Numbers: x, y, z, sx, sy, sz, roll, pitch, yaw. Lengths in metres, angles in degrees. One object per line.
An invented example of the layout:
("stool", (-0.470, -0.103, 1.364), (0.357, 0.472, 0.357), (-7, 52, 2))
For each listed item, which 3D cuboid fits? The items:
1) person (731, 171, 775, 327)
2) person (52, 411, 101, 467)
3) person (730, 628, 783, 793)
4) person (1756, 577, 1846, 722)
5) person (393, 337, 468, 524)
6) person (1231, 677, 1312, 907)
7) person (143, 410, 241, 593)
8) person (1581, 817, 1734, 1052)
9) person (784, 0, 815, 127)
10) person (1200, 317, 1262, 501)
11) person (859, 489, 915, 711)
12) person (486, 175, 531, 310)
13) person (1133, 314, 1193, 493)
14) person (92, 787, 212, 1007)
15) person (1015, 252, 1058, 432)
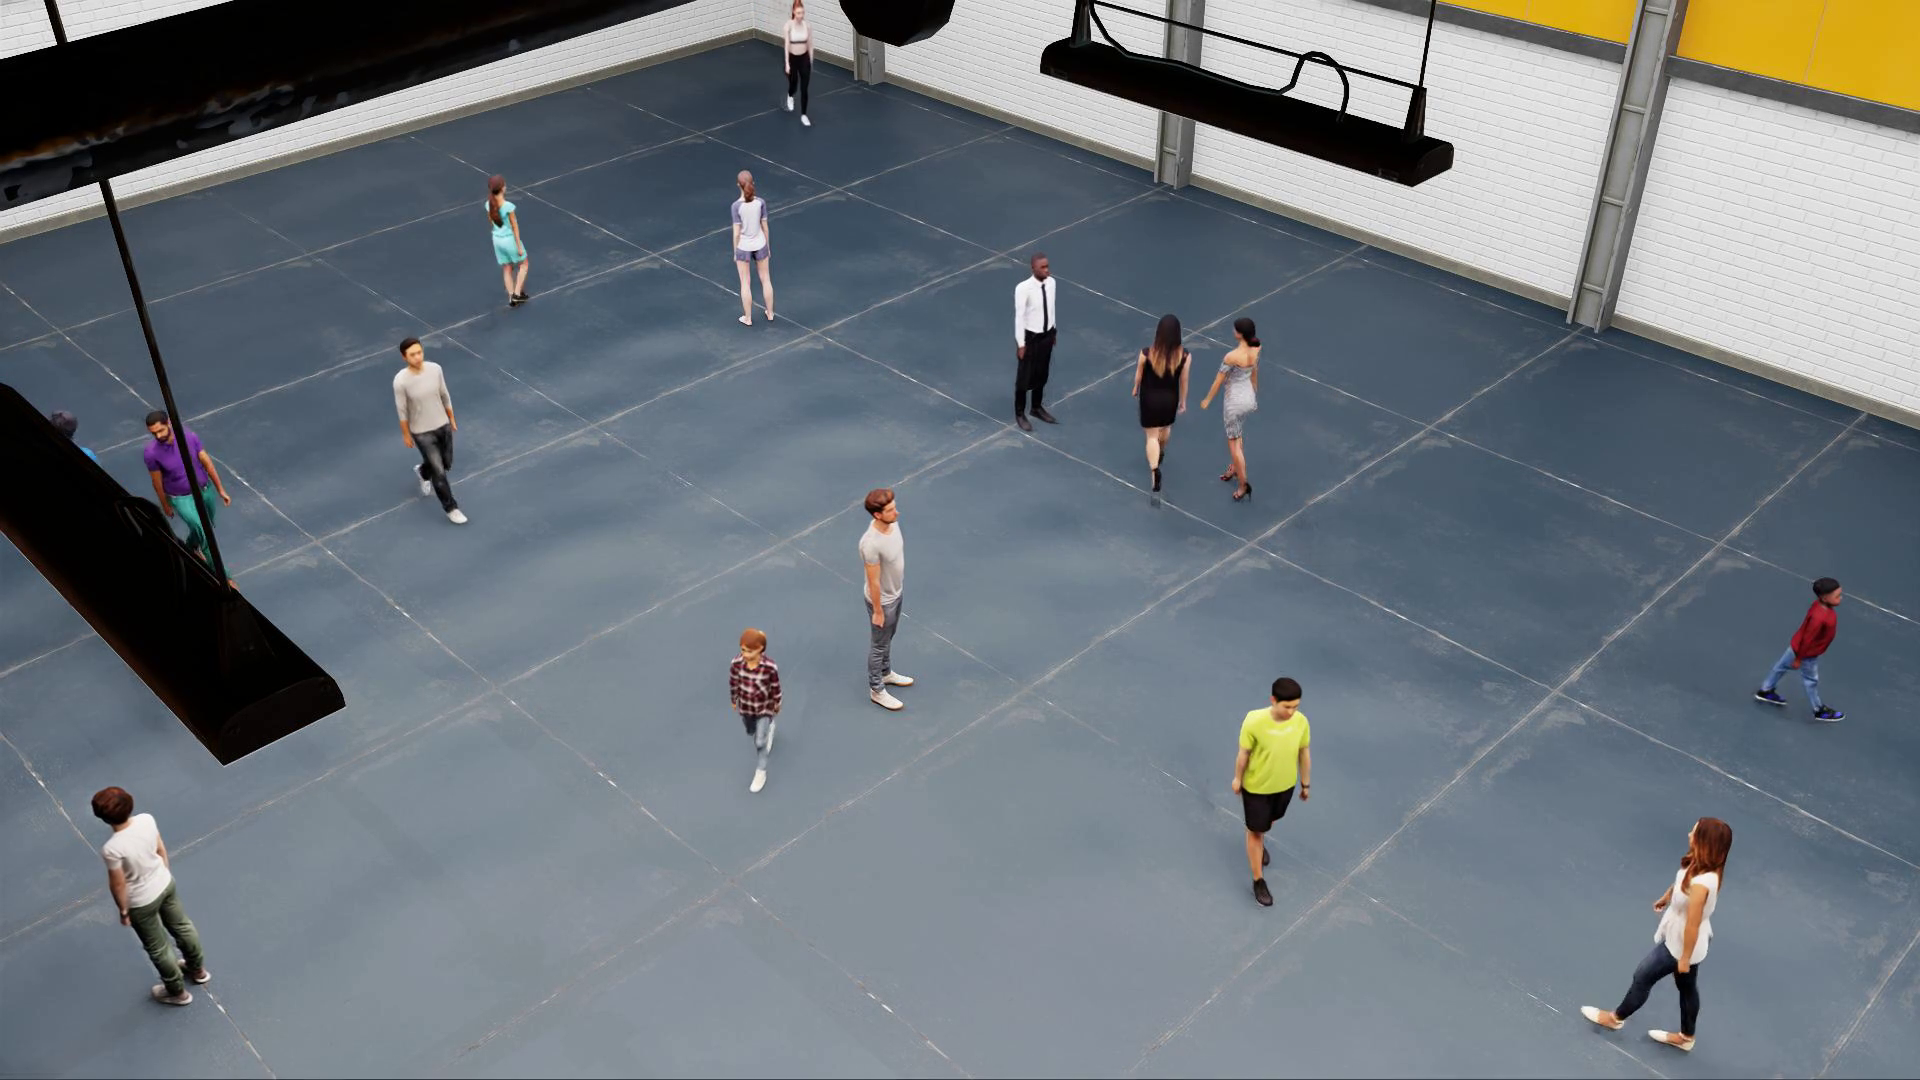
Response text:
("person", (-2.298, -3.215, 18.306), (0.664, 1.767, 0.675), (-13, 36, -19))
("person", (-7.301, -0.185, 13.756), (1.029, 1.758, 1.117), (-5, 34, -8))
("person", (-1.468, 1.158, 12.159), (0.886, 1.289, 0.853), (8, 34, 12))
("person", (6.423, 0.804, 12.749), (0.904, 1.225, 0.675), (16, 37, 23))
("person", (-4.825, -1.034, 15.004), (1.025, 1.791, 0.677), (27, 42, 35))
("person", (2.063, 1.563, 11.196), (0.935, 1.680, 1.059), (-7, 34, -10))
("person", (-6.550, -0.385, 14.087), (1.162, 1.724, 0.767), (21, 39, 28))
("person", (4.398, 2.399, 9.866), (0.966, 1.761, 0.764), (17, 37, 24))
("person", (-2.341, -6.844, 23.798), (0.810, 1.732, 1.014), (-14, 36, -19))
("person", (2.597, -1.166, 15.191), (0.624, 1.802, 0.784), (-24, 41, -32))
("person", (-0.584, 0.416, 12.725), (0.737, 1.899, 0.735), (8, 35, 12))
("person", (-5.117, -3.316, 18.650), (0.623, 1.554, 0.714), (12, 35, 17))
("person", (1.860, -1.231, 15.396), (1.033, 1.685, 1.144), (-4, 34, -5))
("person", (-5.011, 2.189, 10.279), (0.657, 1.653, 0.642), (9, 35, 13))
("person", (0.745, -1.989, 16.400), (0.669, 1.836, 0.578), (-23, 40, -30))
